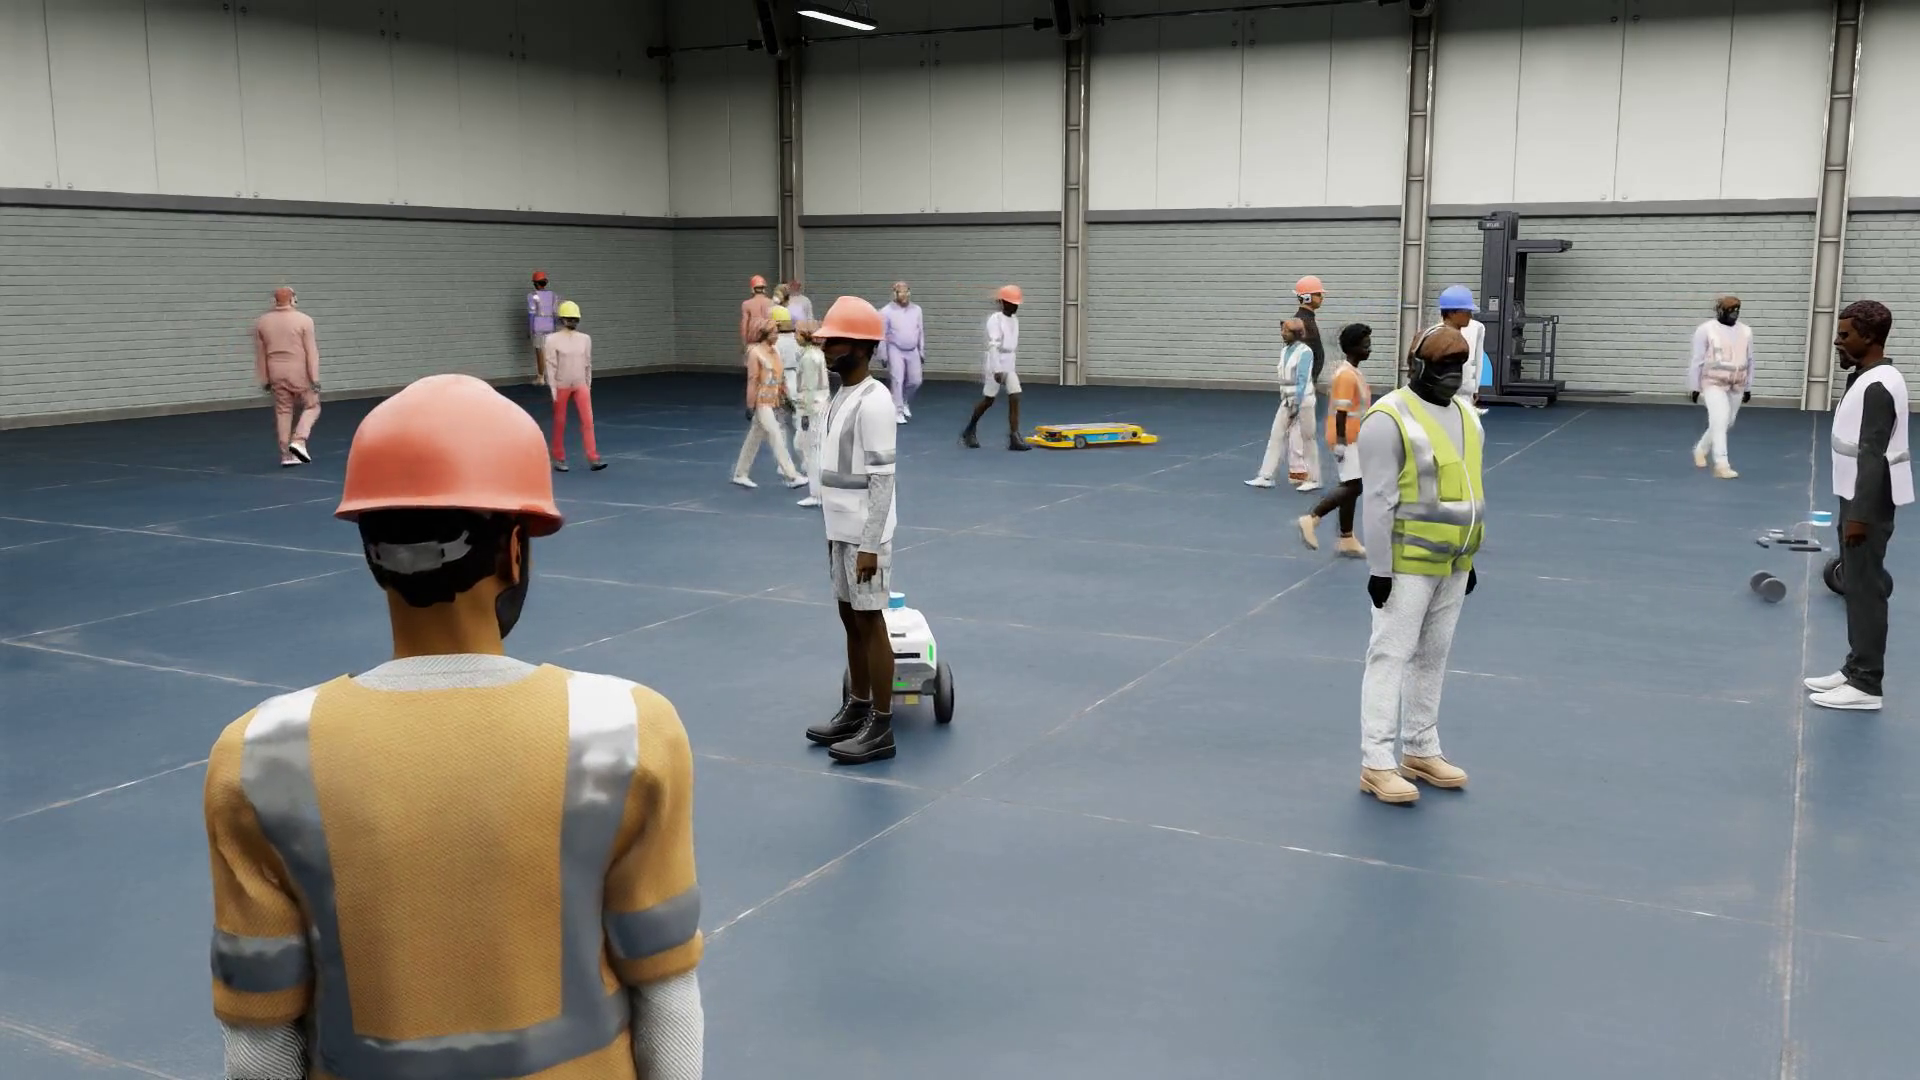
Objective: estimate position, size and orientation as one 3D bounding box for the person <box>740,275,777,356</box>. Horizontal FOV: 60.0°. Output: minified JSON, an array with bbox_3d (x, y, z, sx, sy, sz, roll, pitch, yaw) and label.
[{"bbox_3d":[-2.997,-2.987,25.022,0.635,1.980,0.617,-5,10,-26],"label":"person"}]

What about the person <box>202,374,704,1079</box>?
[{"bbox_3d":[-0.581,0.770,2.016,0.547,1.928,0.385,-2,9,-11],"label":"person"}]

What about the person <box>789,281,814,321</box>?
[{"bbox_3d":[-3.012,-3.843,30.684,0.666,1.849,1.002,0,9,3],"label":"person"}]

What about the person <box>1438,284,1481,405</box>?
[{"bbox_3d":[3.562,-0.882,12.144,0.401,1.946,0.609,5,11,30],"label":"person"}]

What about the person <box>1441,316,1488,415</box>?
[{"bbox_3d":[6.871,-2.602,23.161,1.000,1.819,0.545,1,9,4],"label":"person"}]

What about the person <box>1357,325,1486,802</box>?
[{"bbox_3d":[1.819,0.086,6.505,0.631,1.840,0.428,-7,12,-37],"label":"person"}]

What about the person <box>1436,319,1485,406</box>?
[{"bbox_3d":[4.645,-1.415,15.629,0.573,1.883,0.354,-4,10,-22],"label":"person"}]

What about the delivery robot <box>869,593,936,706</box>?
[{"bbox_3d":[-0.309,0.492,7.793,0.477,0.478,0.707,-1,9,-6],"label":"delivery robot"}]

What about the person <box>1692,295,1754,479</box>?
[{"bbox_3d":[7.659,-1.565,16.776,0.632,1.818,0.837,-2,9,-10],"label":"person"}]

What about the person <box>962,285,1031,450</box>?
[{"bbox_3d":[0.416,-1.995,19.190,0.884,1.896,0.570,8,12,41],"label":"person"}]

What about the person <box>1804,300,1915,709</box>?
[{"bbox_3d":[4.290,-0.170,7.874,0.379,1.913,0.590,4,10,22],"label":"person"}]

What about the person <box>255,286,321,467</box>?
[{"bbox_3d":[-7.010,-1.716,17.454,0.679,1.888,0.425,1,9,8],"label":"person"}]

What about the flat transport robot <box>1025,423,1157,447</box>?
[{"bbox_3d":[1.550,-1.250,19.702,1.431,0.197,0.652,-4,10,-25],"label":"flat transport robot"}]

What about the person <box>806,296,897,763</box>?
[{"bbox_3d":[-0.449,-0.047,7.014,0.350,1.943,0.542,-4,10,-21],"label":"person"}]

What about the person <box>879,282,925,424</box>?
[{"bbox_3d":[-0.784,-2.516,22.377,0.659,1.898,0.492,-5,10,-27],"label":"person"}]

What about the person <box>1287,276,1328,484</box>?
[{"bbox_3d":[3.351,-1.552,16.124,0.375,1.997,0.611,2,9,13],"label":"person"}]

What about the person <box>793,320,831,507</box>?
[{"bbox_3d":[-1.307,-1.100,14.459,0.368,1.623,0.537,0,9,1],"label":"person"}]

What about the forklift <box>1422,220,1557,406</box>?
[{"bbox_3d":[8.245,-3.527,25.720,1.873,2.768,1.129,5,10,27],"label":"forklift"}]

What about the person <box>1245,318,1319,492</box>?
[{"bbox_3d":[3.015,-1.238,15.362,0.788,1.603,0.526,-4,10,-21],"label":"person"}]

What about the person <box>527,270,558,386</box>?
[{"bbox_3d":[-7.470,-3.782,29.720,0.364,2.048,0.608,8,12,41],"label":"person"}]

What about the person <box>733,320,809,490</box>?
[{"bbox_3d":[-1.781,-1.260,15.588,0.910,1.584,0.515,3,10,17],"label":"person"}]

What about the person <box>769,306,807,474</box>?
[{"bbox_3d":[-1.705,-1.477,16.598,0.496,1.705,0.752,-3,10,-19],"label":"person"}]

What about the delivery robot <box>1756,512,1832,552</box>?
[{"bbox_3d":[5.387,-0.060,10.403,0.698,0.223,0.335,2,9,12],"label":"delivery robot"}]

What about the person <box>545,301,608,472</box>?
[{"bbox_3d":[-3.916,-1.540,16.882,0.538,1.731,0.866,-7,12,-37],"label":"person"}]

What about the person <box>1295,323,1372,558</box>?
[{"bbox_3d":[2.724,-0.711,11.897,0.457,1.684,0.543,3,10,18],"label":"person"}]

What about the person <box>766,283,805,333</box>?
[{"bbox_3d":[-2.269,-2.425,21.860,0.630,1.898,1.019,9,13,44],"label":"person"}]
